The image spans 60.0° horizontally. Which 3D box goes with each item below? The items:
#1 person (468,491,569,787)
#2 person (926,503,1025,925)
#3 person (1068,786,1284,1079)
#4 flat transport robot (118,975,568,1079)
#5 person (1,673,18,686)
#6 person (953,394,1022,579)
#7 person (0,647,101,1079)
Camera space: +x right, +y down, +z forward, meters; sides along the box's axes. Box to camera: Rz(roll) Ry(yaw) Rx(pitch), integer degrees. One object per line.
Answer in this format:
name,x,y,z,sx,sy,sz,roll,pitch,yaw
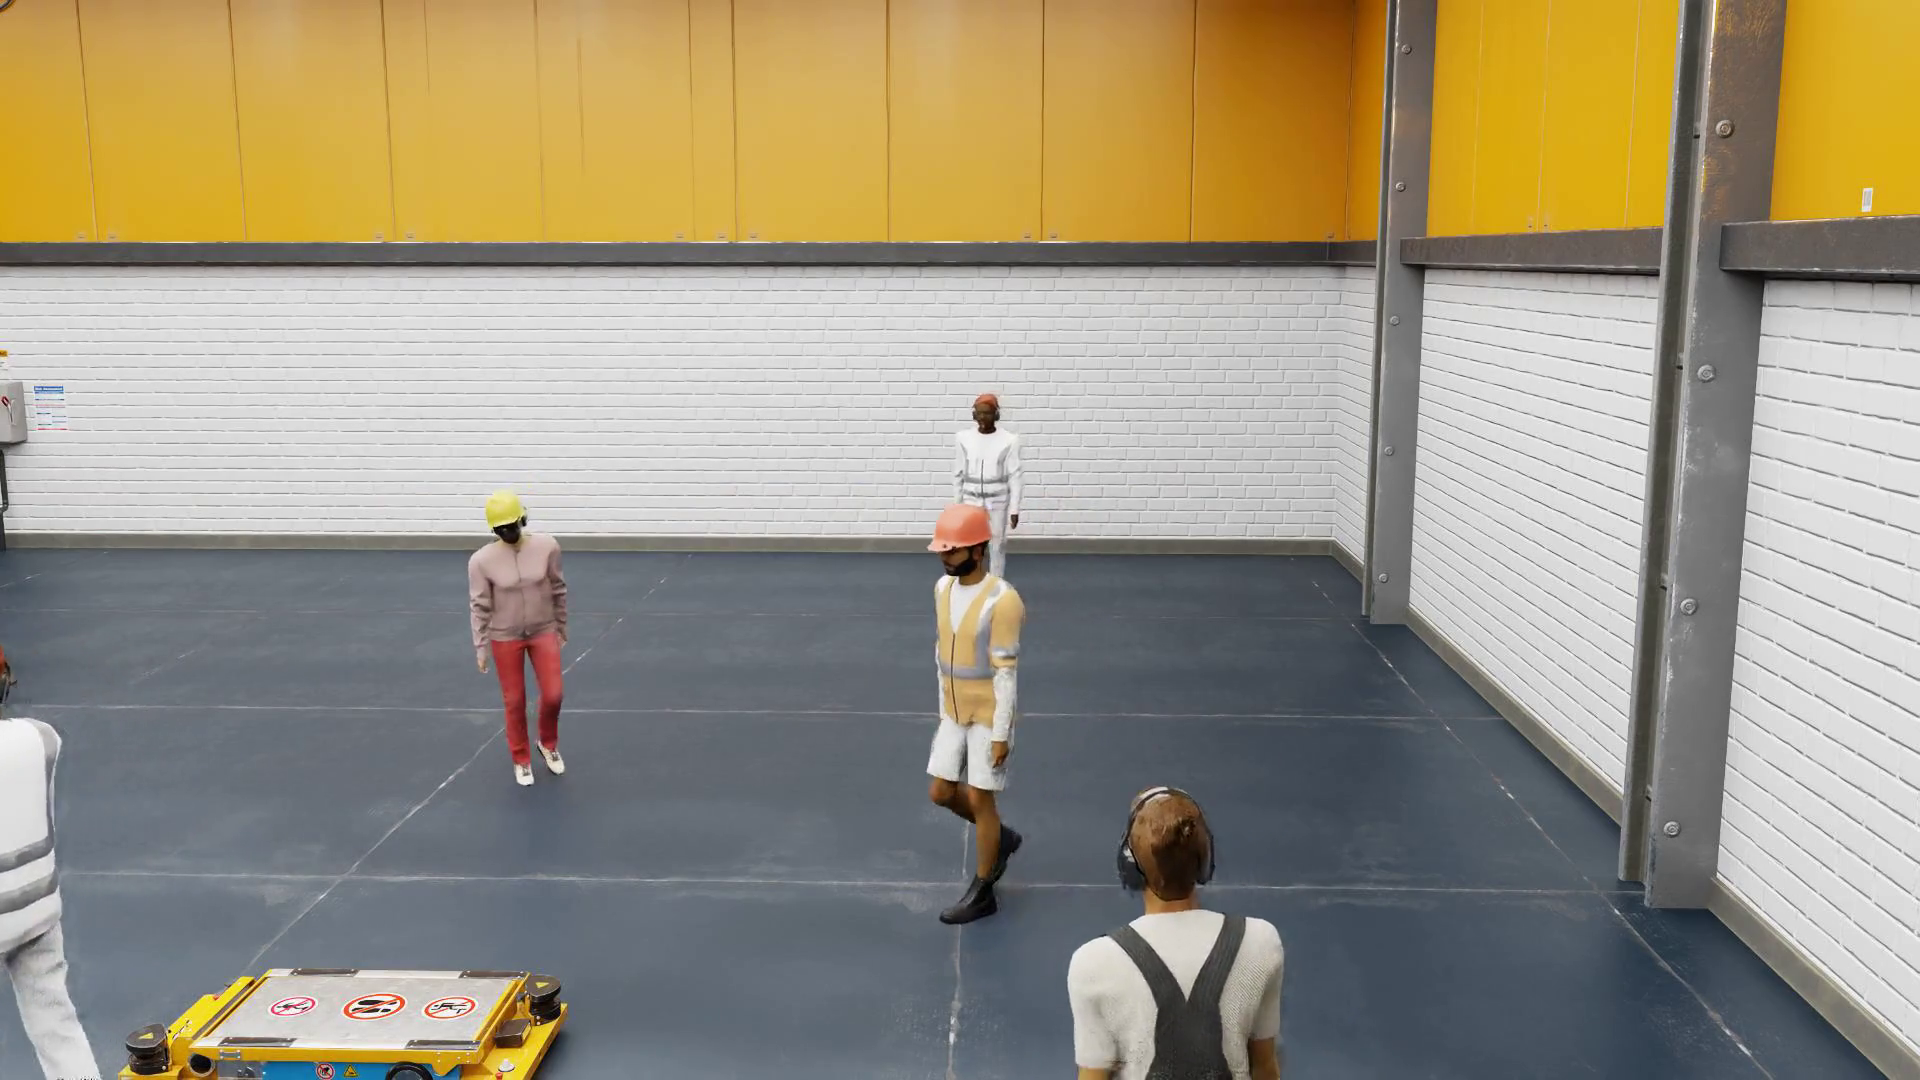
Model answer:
person,-2.447,0.559,9.293,0.556,1.716,0.522,-5,11,-26
person,0.087,0.769,7.508,0.545,1.918,0.540,-9,13,-42
person,0.501,1.460,3.764,0.519,1.819,0.835,-1,10,-4
flat transport robot,-2.249,1.820,6.161,1.431,0.197,0.652,0,10,2
person,-7.084,0.097,11.533,0.860,1.881,0.640,-2,10,-9
person,0.194,-0.262,13.694,0.613,1.856,0.803,2,10,14
person,-3.079,1.202,5.241,0.979,1.830,0.604,3,10,16
